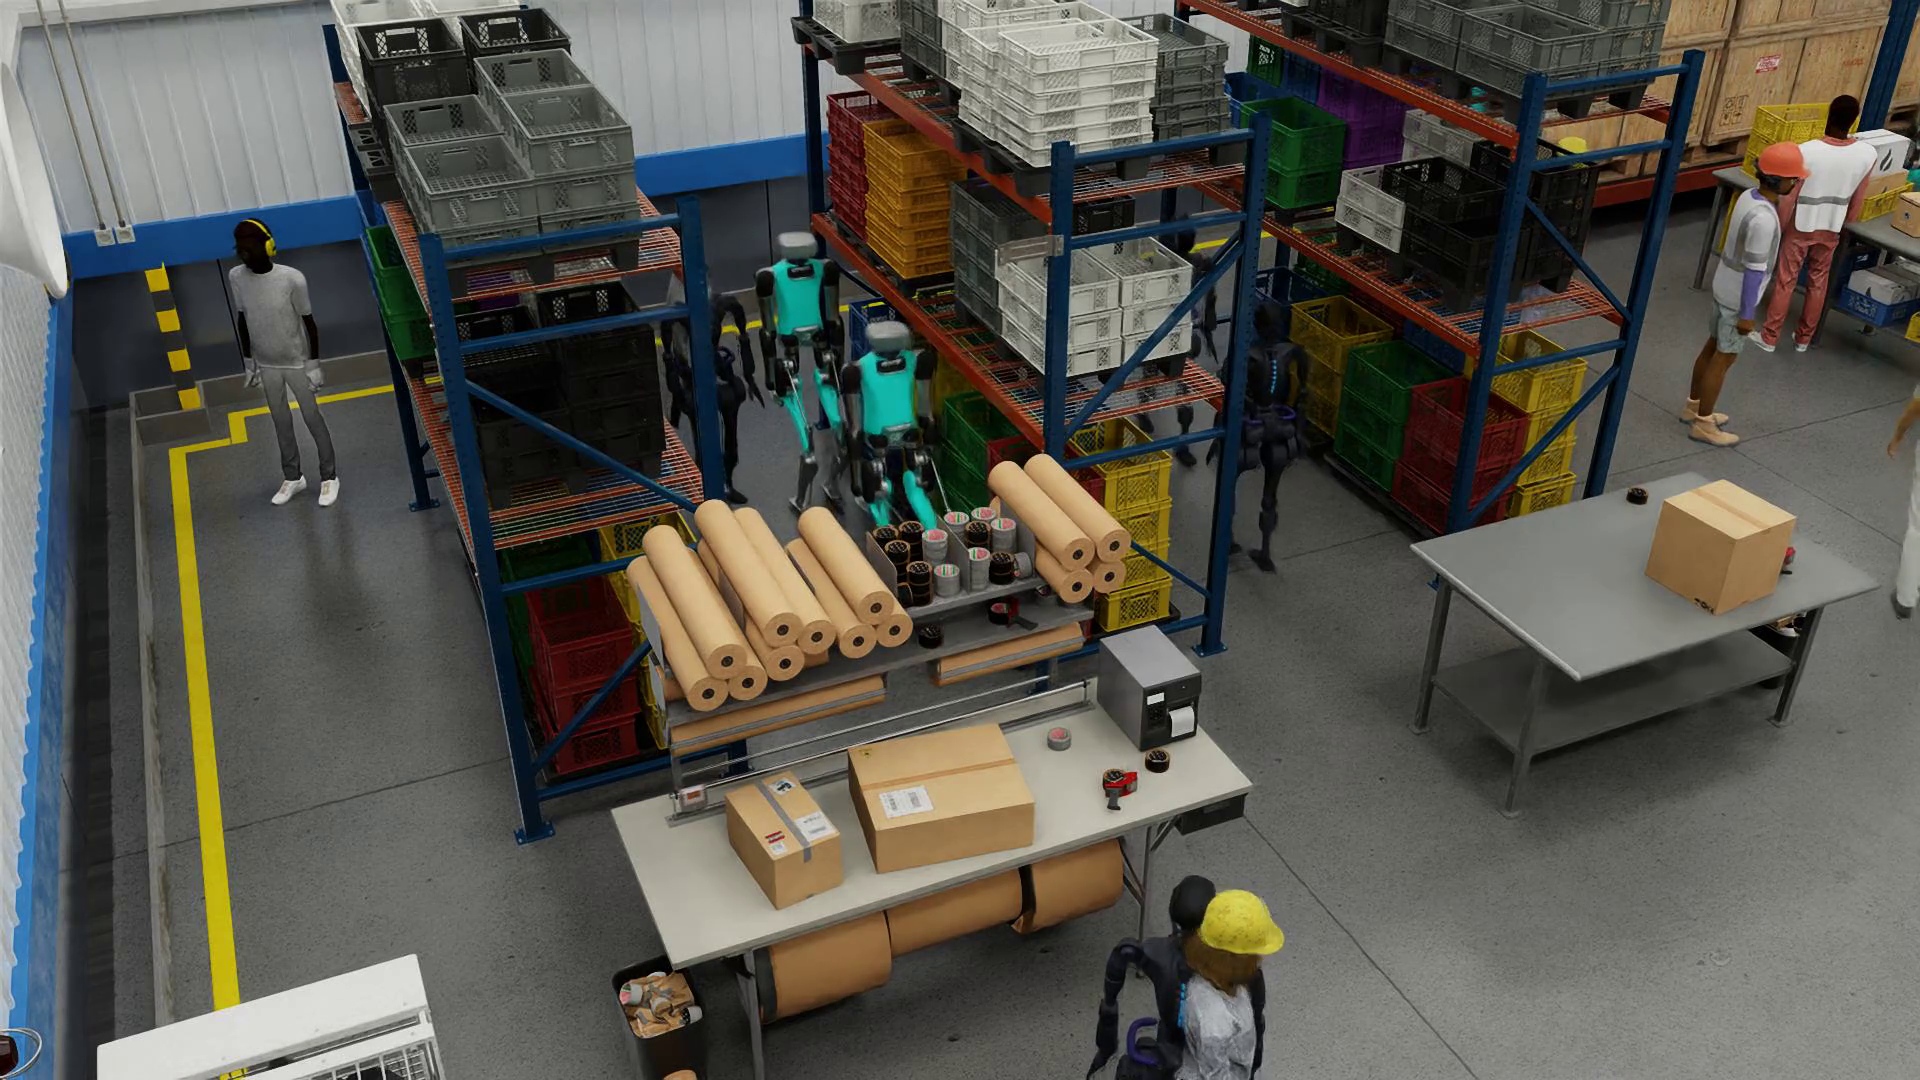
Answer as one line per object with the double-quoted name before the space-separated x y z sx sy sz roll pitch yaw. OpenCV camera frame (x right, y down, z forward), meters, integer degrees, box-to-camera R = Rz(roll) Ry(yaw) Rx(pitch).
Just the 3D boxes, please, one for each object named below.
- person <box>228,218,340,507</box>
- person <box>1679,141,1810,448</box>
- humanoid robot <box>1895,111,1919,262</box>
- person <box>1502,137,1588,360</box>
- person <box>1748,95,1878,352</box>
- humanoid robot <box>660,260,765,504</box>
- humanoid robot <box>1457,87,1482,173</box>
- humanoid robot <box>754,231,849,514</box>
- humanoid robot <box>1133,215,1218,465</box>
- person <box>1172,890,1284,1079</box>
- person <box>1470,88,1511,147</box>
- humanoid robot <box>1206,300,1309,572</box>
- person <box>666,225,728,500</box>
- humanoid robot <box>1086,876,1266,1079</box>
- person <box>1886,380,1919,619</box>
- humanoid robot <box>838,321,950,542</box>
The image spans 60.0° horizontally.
"person" -4.154 -1.072 10.185 0.509 1.872 0.329 3 32 5
"person" 5.132 -1.610 10.895 0.389 2.044 0.607 7 32 11
"humanoid robot" 7.969 -3.216 13.849 0.548 1.820 0.887 1 32 2
"person" 4.180 -2.088 11.968 0.410 1.728 0.640 -7 32 -12
"person" 6.205 -2.276 12.091 0.592 1.922 0.392 1 32 2
"humanoid robot" -1.496 -0.935 10.143 0.589 1.653 0.379 -14 34 -21
"humanoid robot" 4.252 -3.190 13.623 0.533 1.677 0.735 8 33 13
"humanoid robot" -0.877 -0.950 10.050 0.534 1.726 0.710 -13 34 -20
"humanoid robot" 1.386 -1.348 10.863 0.601 1.628 0.783 -6 32 -10
"person" 0.851 1.846 5.579 0.345 1.743 0.509 2 32 3
"person" 4.122 -2.700 12.883 0.564 1.818 0.624 -3 32 -5
"humanoid robot" 1.728 -0.605 9.606 0.590 1.646 0.451 -8 32 -12
"person" -1.663 -1.093 10.219 0.322 1.871 0.527 -15 35 -23
"humanoid robot" 0.742 1.783 5.720 0.606 1.651 0.377 5 32 8
"person" 5.541 -0.503 9.323 0.585 1.797 0.915 10 33 16
"humanoid robot" -0.297 -0.268 9.007 0.537 1.747 0.963 -13 34 -20
